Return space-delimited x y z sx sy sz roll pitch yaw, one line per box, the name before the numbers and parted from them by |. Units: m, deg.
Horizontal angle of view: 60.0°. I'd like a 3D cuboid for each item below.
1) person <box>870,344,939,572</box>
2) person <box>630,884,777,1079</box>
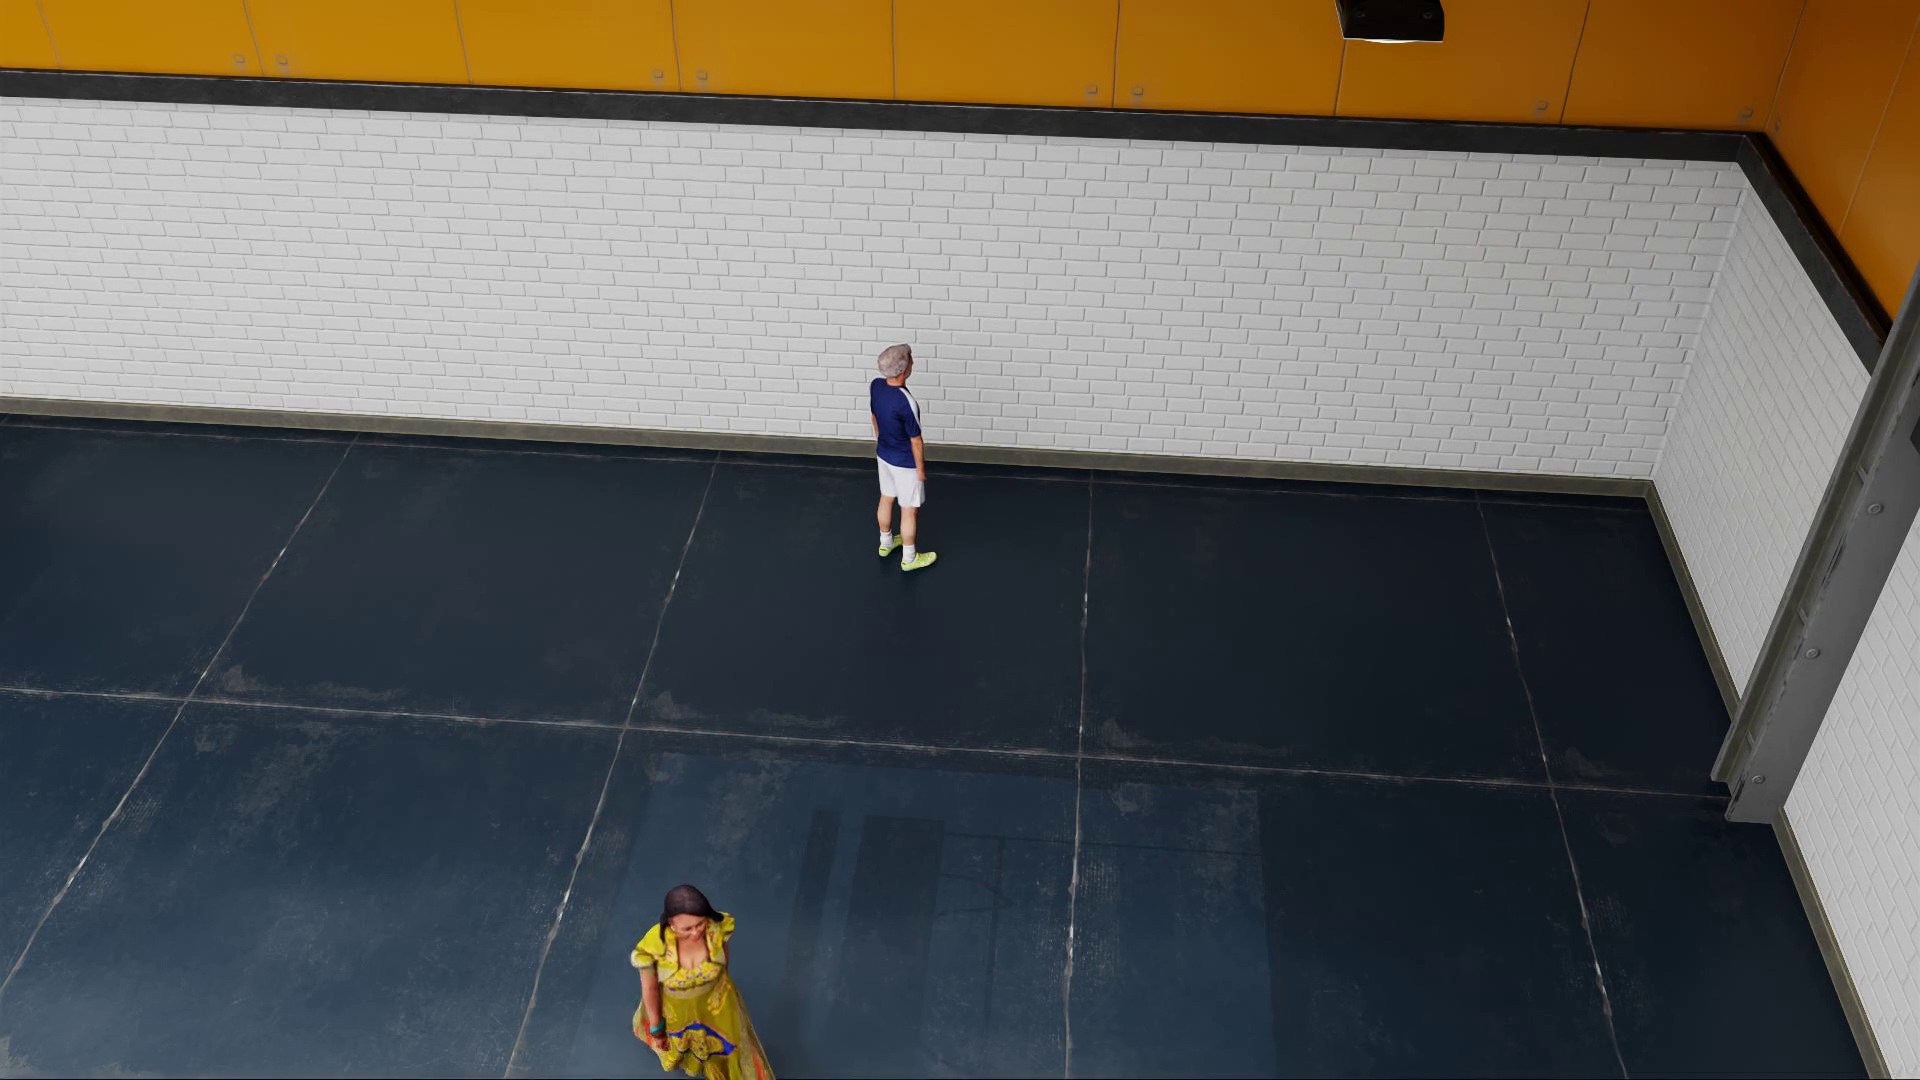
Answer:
person | -0.431 -0.595 11.809 0.772 1.839 0.721 -30 47 -32
person | -1.400 2.270 8.405 1.155 1.611 1.354 -17 42 -20
